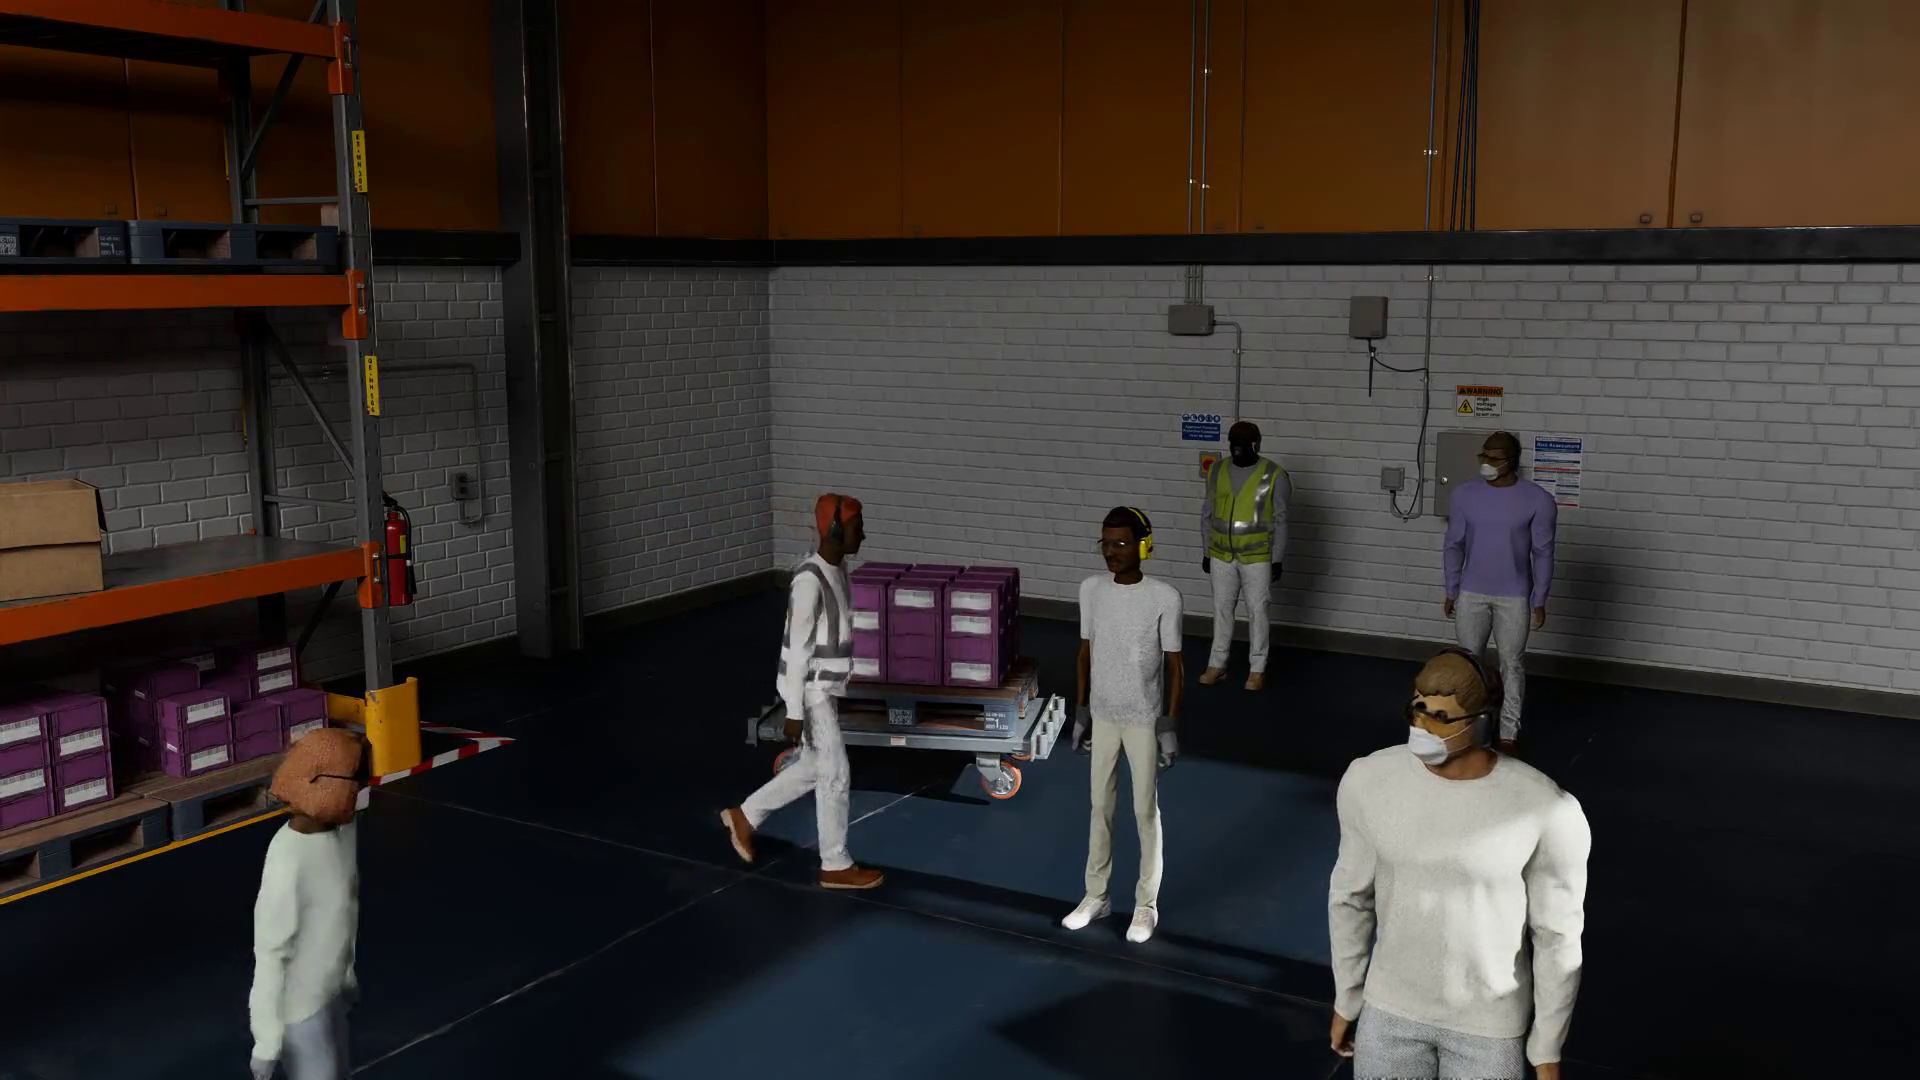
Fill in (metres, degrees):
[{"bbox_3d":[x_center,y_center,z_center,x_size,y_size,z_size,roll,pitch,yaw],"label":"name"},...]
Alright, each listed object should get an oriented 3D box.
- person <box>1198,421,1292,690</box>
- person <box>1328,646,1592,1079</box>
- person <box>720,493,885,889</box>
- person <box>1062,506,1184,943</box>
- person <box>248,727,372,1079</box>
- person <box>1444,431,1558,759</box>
[{"bbox_3d":[1.932,0.104,11.391,0.624,1.845,0.430,6,11,32],"label":"person"},{"bbox_3d":[1.227,1.210,4.194,0.629,1.937,0.377,6,11,32],"label":"person"},{"bbox_3d":[-0.749,0.693,7.696,0.740,1.854,0.626,1,9,8],"label":"person"},{"bbox_3d":[0.706,0.778,7.098,0.517,1.873,0.334,6,11,32],"label":"person"},{"bbox_3d":[-1.902,1.300,4.647,0.563,1.605,0.514,-1,9,-5],"label":"person"},{"bbox_3d":[3.130,0.326,9.711,0.629,1.937,0.377,6,11,32],"label":"person"}]
